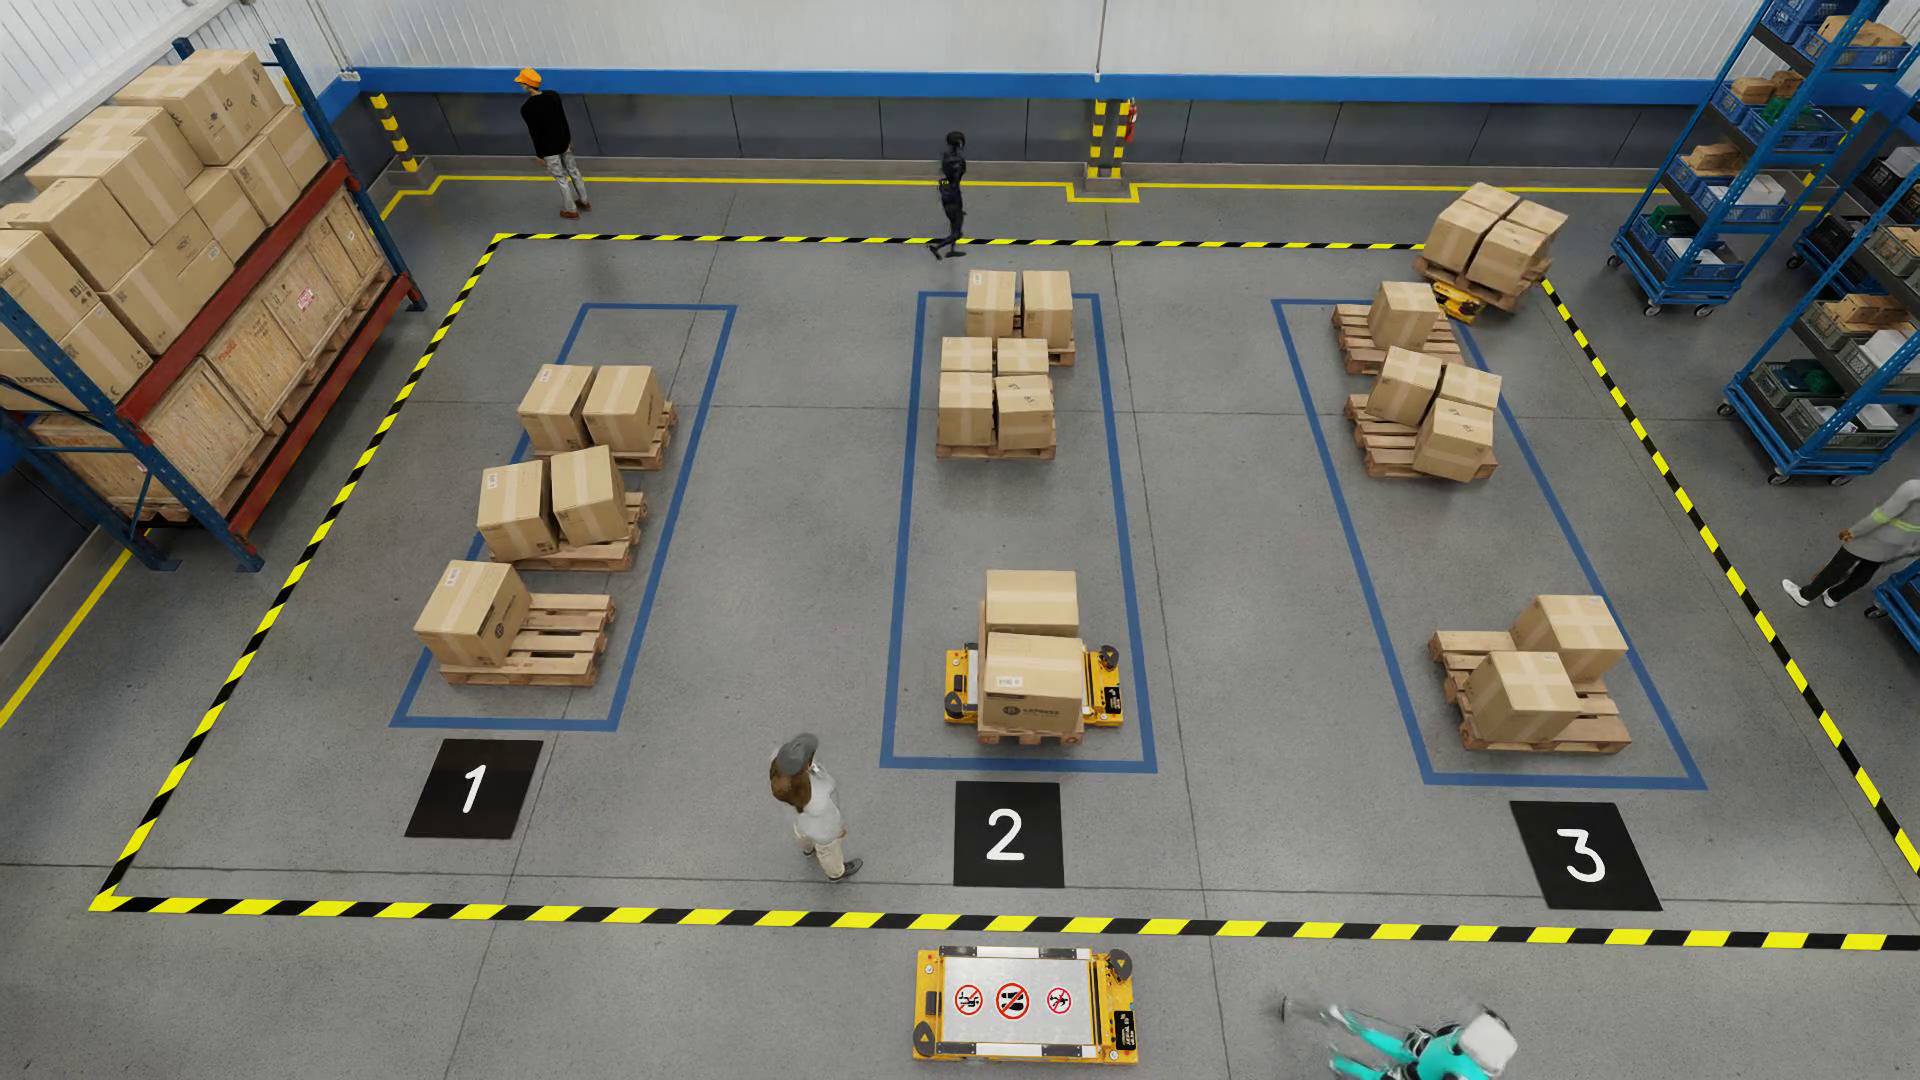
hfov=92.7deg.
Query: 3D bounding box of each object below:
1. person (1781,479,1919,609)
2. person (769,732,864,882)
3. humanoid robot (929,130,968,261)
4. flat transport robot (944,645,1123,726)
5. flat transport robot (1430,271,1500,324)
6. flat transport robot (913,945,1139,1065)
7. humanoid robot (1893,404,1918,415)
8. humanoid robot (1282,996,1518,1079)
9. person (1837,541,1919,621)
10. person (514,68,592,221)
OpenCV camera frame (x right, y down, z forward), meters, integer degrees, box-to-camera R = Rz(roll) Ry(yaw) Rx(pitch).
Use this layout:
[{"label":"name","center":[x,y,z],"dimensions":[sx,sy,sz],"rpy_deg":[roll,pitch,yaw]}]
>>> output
[{"label":"person","center":[7.620,-0.085,7.532],"dimensions":[0.597,1.851,0.377],"rpy_deg":[4,51,3]},{"label":"person","center":[-0.979,1.794,6.054],"dimensions":[0.563,1.769,0.398],"rpy_deg":[37,60,26]},{"label":"humanoid robot","center":[-0.158,-4.076,10.900],"dimensions":[0.452,1.647,0.608],"rpy_deg":[-7,51,-6]},{"label":"flat transport robot","center":[0.596,1.174,7.511],"dimensions":[1.431,0.197,0.652],"rpy_deg":[1,51,1]},{"label":"flat transport robot","center":[6.176,-3.131,11.020],"dimensions":[0.652,0.197,1.431],"rpy_deg":[38,60,26]},{"label":"flat transport robot","center":[0.422,3.041,6.007],"dimensions":[1.431,0.231,0.659],"rpy_deg":[1,51,1]},{"label":"humanoid robot","center":[10.044,-1.905,9.127],"dimensions":[0.612,1.638,0.393],"rpy_deg":[24,55,18]},{"label":"humanoid robot","center":[2.331,2.808,5.258],"dimensions":[0.558,1.766,0.963],"rpy_deg":[-37,60,-26]},{"label":"person","center":[8.260,-0.056,7.482],"dimensions":[0.470,1.908,0.743],"rpy_deg":[-24,55,-19]},{"label":"person","center":[-5.080,-4.930,11.463],"dimensions":[0.355,1.884,0.590],"rpy_deg":[22,54,17]}]
